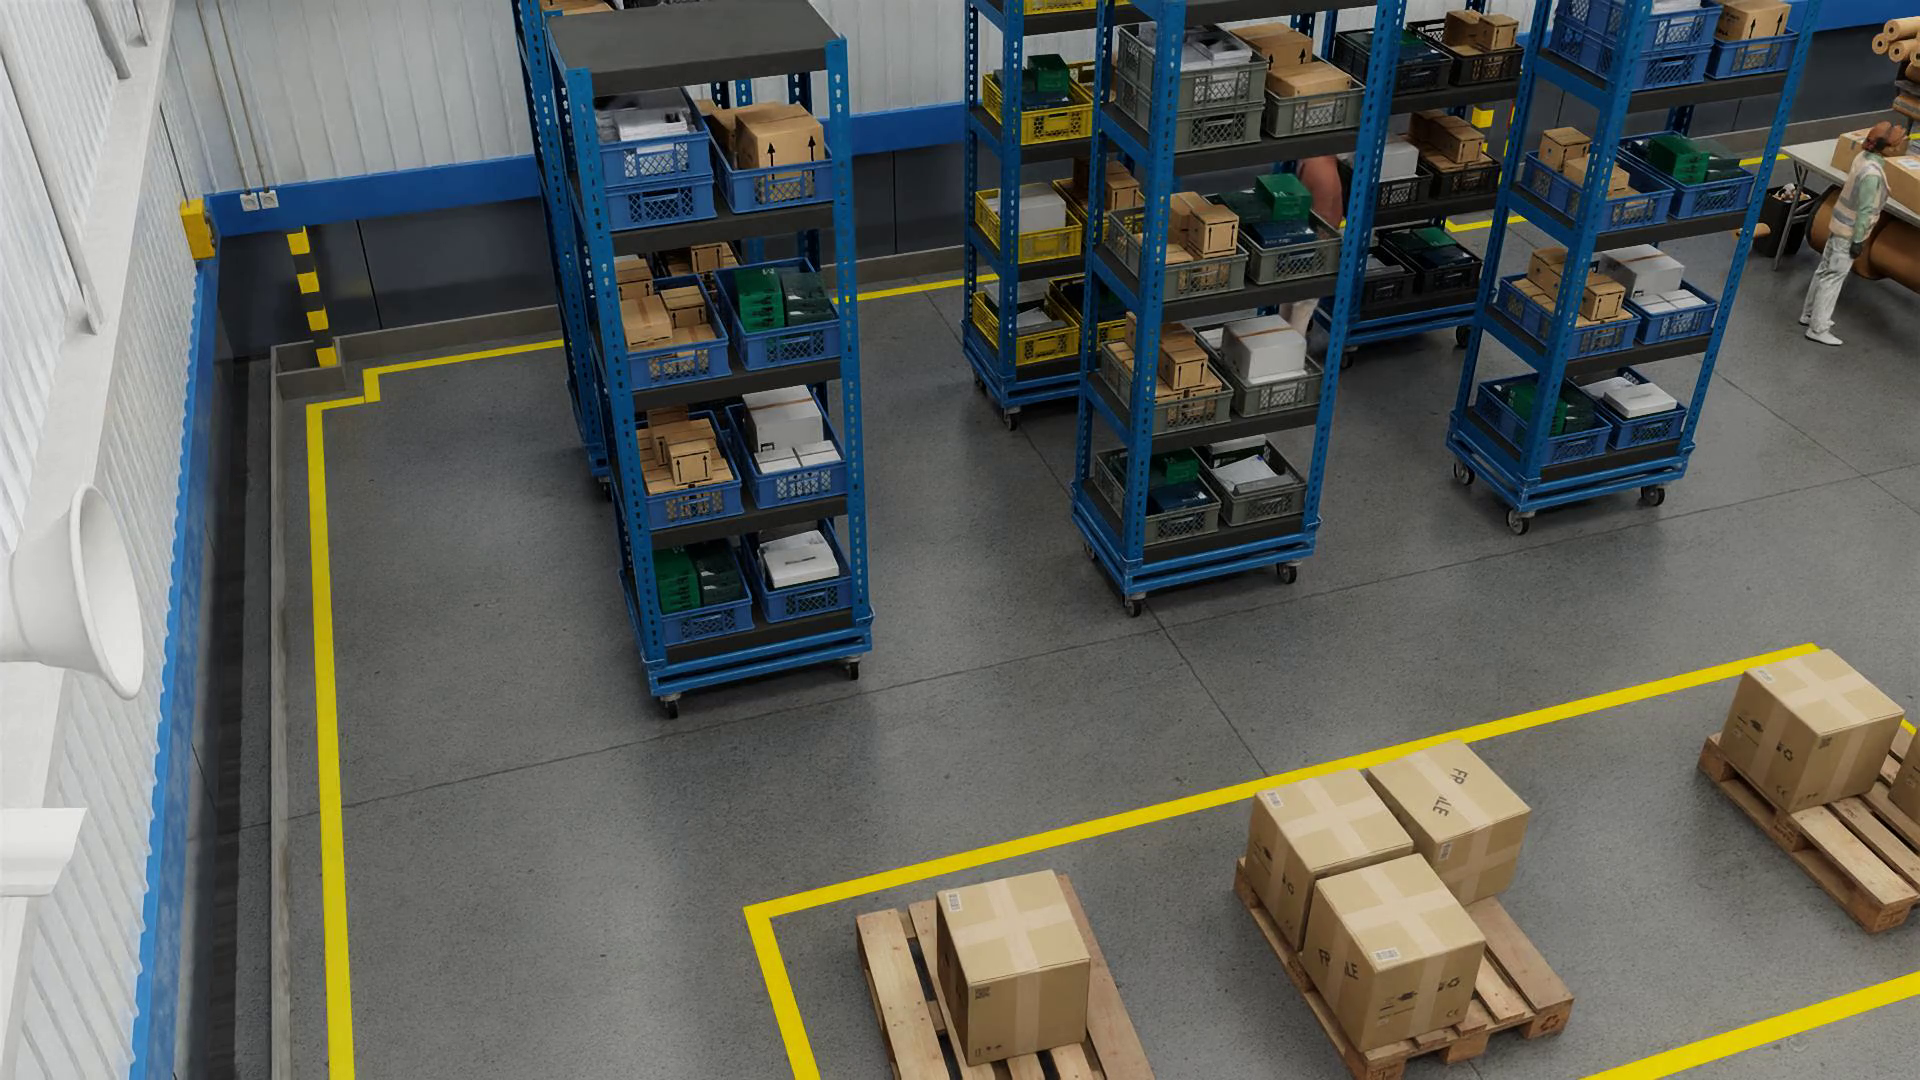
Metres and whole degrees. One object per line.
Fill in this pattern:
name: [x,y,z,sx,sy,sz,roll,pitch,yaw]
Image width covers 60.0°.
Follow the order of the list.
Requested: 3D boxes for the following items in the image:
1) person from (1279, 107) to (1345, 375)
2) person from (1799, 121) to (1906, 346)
person: [2.454,-2.053,11.469,0.405,1.987,0.618,0,35,0]
person: [6.428,-2.225,12.006,0.310,1.640,0.514,9,36,13]
